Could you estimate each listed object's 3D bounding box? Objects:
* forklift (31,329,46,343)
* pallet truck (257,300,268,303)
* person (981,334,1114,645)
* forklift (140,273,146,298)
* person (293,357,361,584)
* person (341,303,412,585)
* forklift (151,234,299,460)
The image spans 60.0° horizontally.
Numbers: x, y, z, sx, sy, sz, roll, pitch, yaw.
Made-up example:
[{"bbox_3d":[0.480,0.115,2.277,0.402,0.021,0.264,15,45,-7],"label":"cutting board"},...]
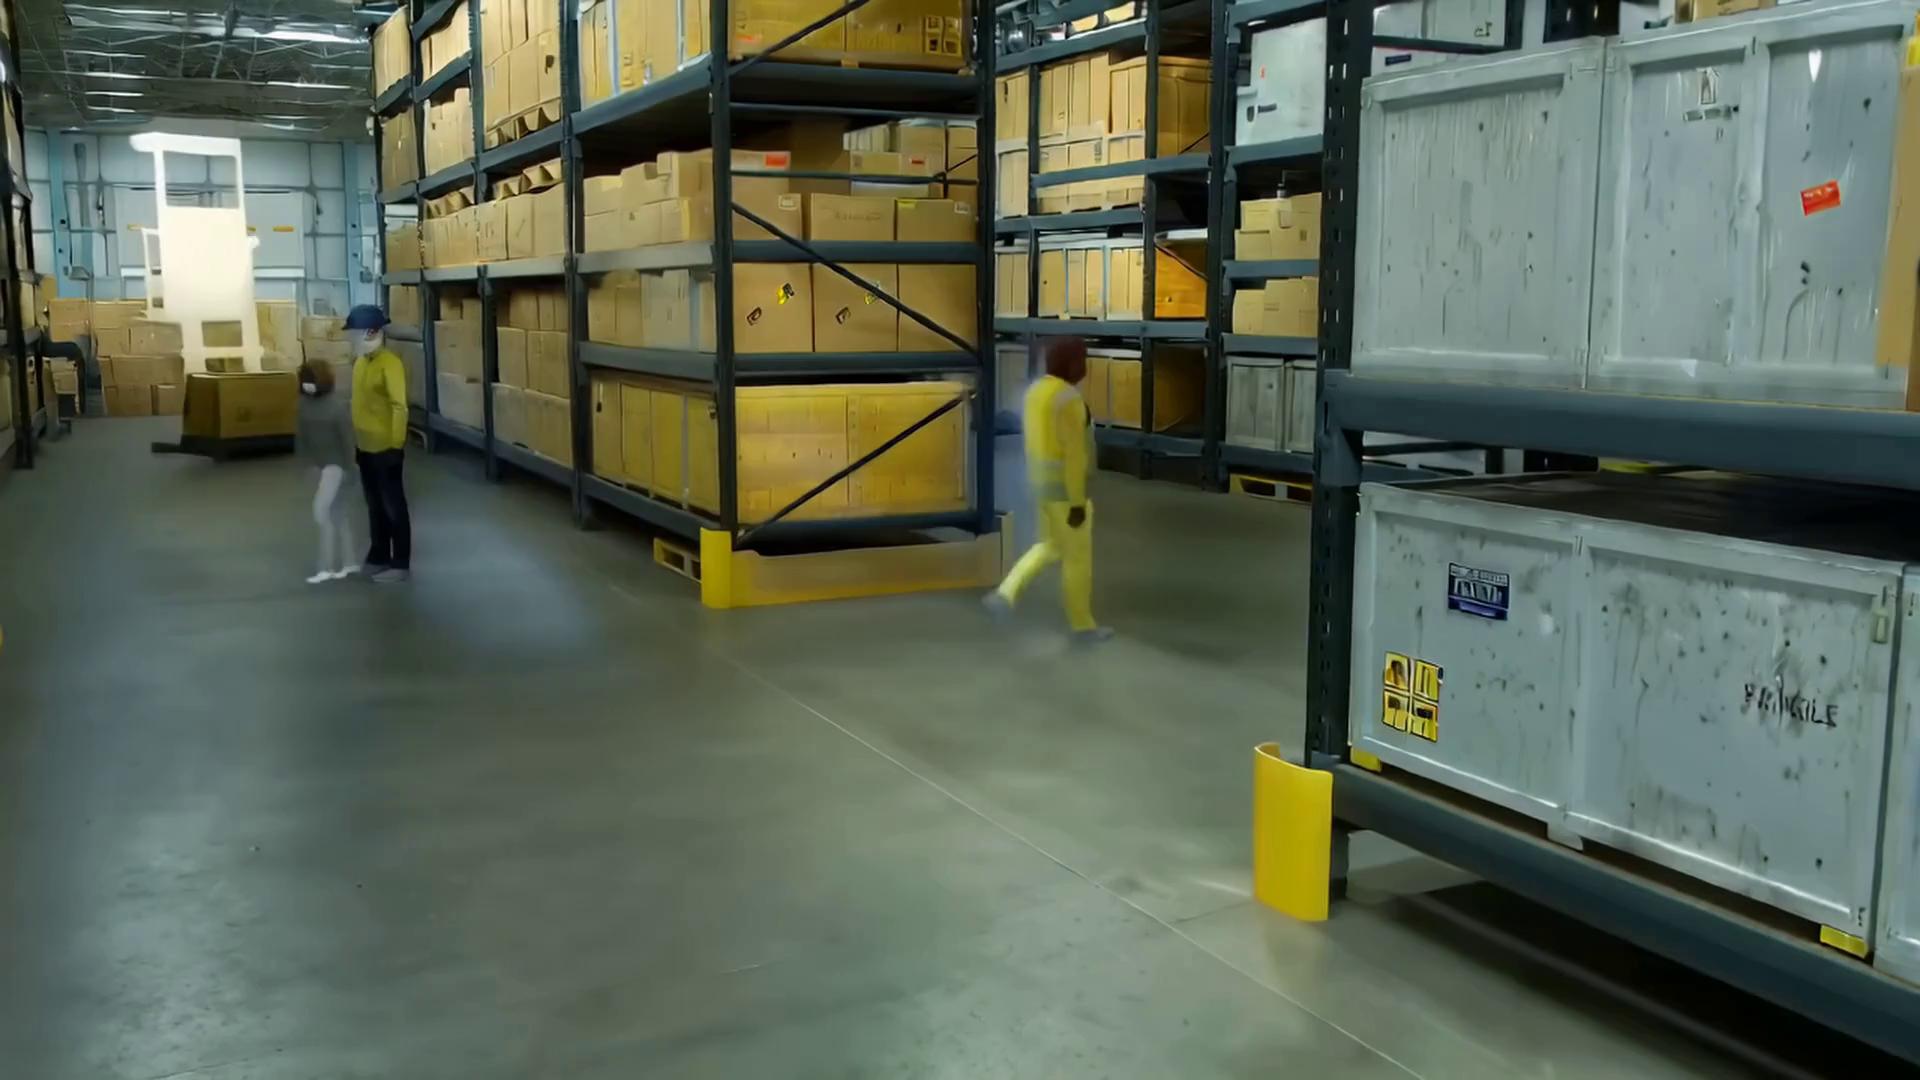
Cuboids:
[{"bbox_3d":[-28.971,-6.828,51.173,1.129,2.768,1.873,-7,11,-41],"label":"forklift"},{"bbox_3d":[-23.913,-7.404,58.171,1.885,1.965,0.823,-1,8,-9],"label":"pallet truck"},{"bbox_3d":[0.534,-0.276,9.606,0.712,1.826,0.634,-4,9,-25],"label":"person"},{"bbox_3d":[-25.382,-7.057,52.754,1.873,2.768,1.129,6,10,36],"label":"forklift"},{"bbox_3d":[-4.549,-0.494,11.850,0.516,1.604,0.629,6,10,36],"label":"person"},{"bbox_3d":[-4.148,-0.679,11.822,0.392,1.990,0.612,-8,12,-44],"label":"person"},{"bbox_3d":[-9.370,-2.475,21.156,1.873,2.768,1.129,7,11,38],"label":"forklift"}]
